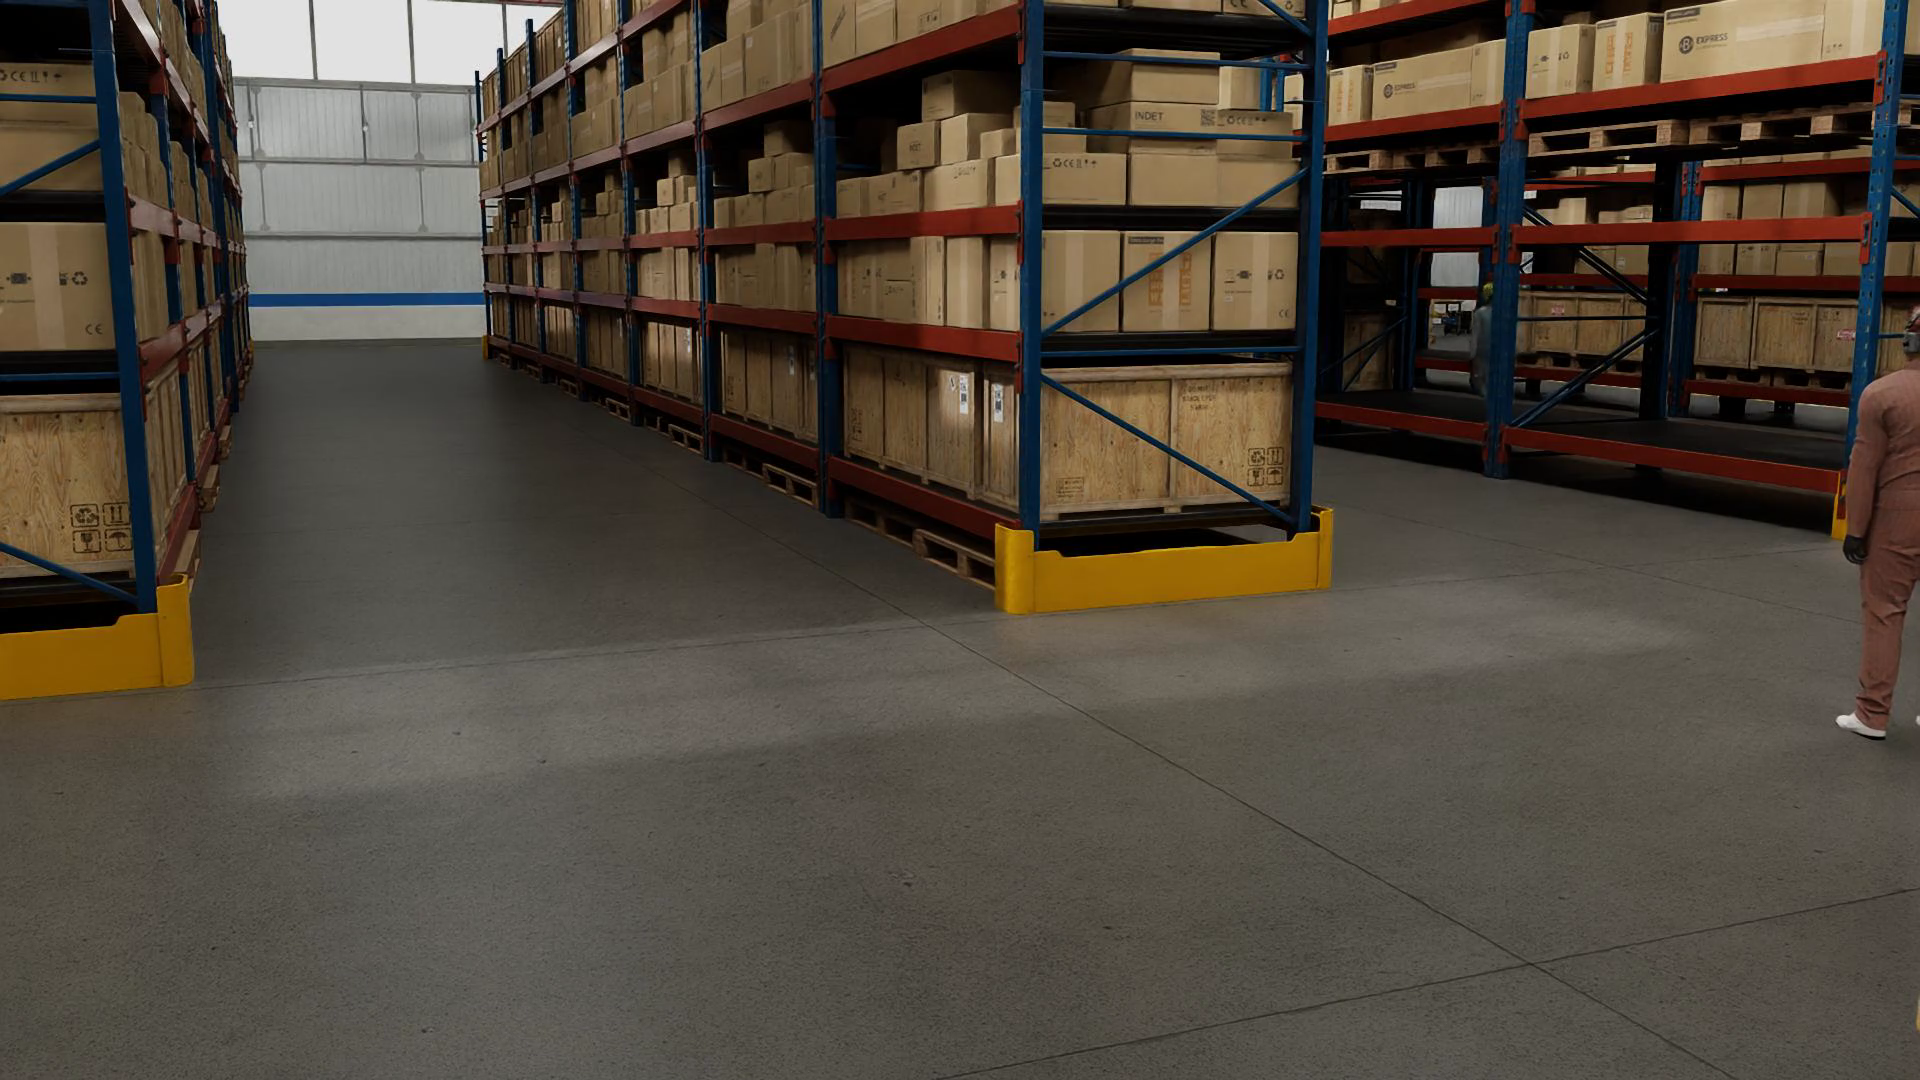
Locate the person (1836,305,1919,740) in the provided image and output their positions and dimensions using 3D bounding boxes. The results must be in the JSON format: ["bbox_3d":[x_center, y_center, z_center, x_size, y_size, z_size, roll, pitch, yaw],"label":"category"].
[{"bbox_3d":[4.163,-0.071,7.242,0.645,1.898,0.398,0,9,2],"label":"person"}]

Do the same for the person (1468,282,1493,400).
[{"bbox_3d":[6.855,-2.416,21.499,0.611,1.817,0.486,-3,10,-17],"label":"person"}]
